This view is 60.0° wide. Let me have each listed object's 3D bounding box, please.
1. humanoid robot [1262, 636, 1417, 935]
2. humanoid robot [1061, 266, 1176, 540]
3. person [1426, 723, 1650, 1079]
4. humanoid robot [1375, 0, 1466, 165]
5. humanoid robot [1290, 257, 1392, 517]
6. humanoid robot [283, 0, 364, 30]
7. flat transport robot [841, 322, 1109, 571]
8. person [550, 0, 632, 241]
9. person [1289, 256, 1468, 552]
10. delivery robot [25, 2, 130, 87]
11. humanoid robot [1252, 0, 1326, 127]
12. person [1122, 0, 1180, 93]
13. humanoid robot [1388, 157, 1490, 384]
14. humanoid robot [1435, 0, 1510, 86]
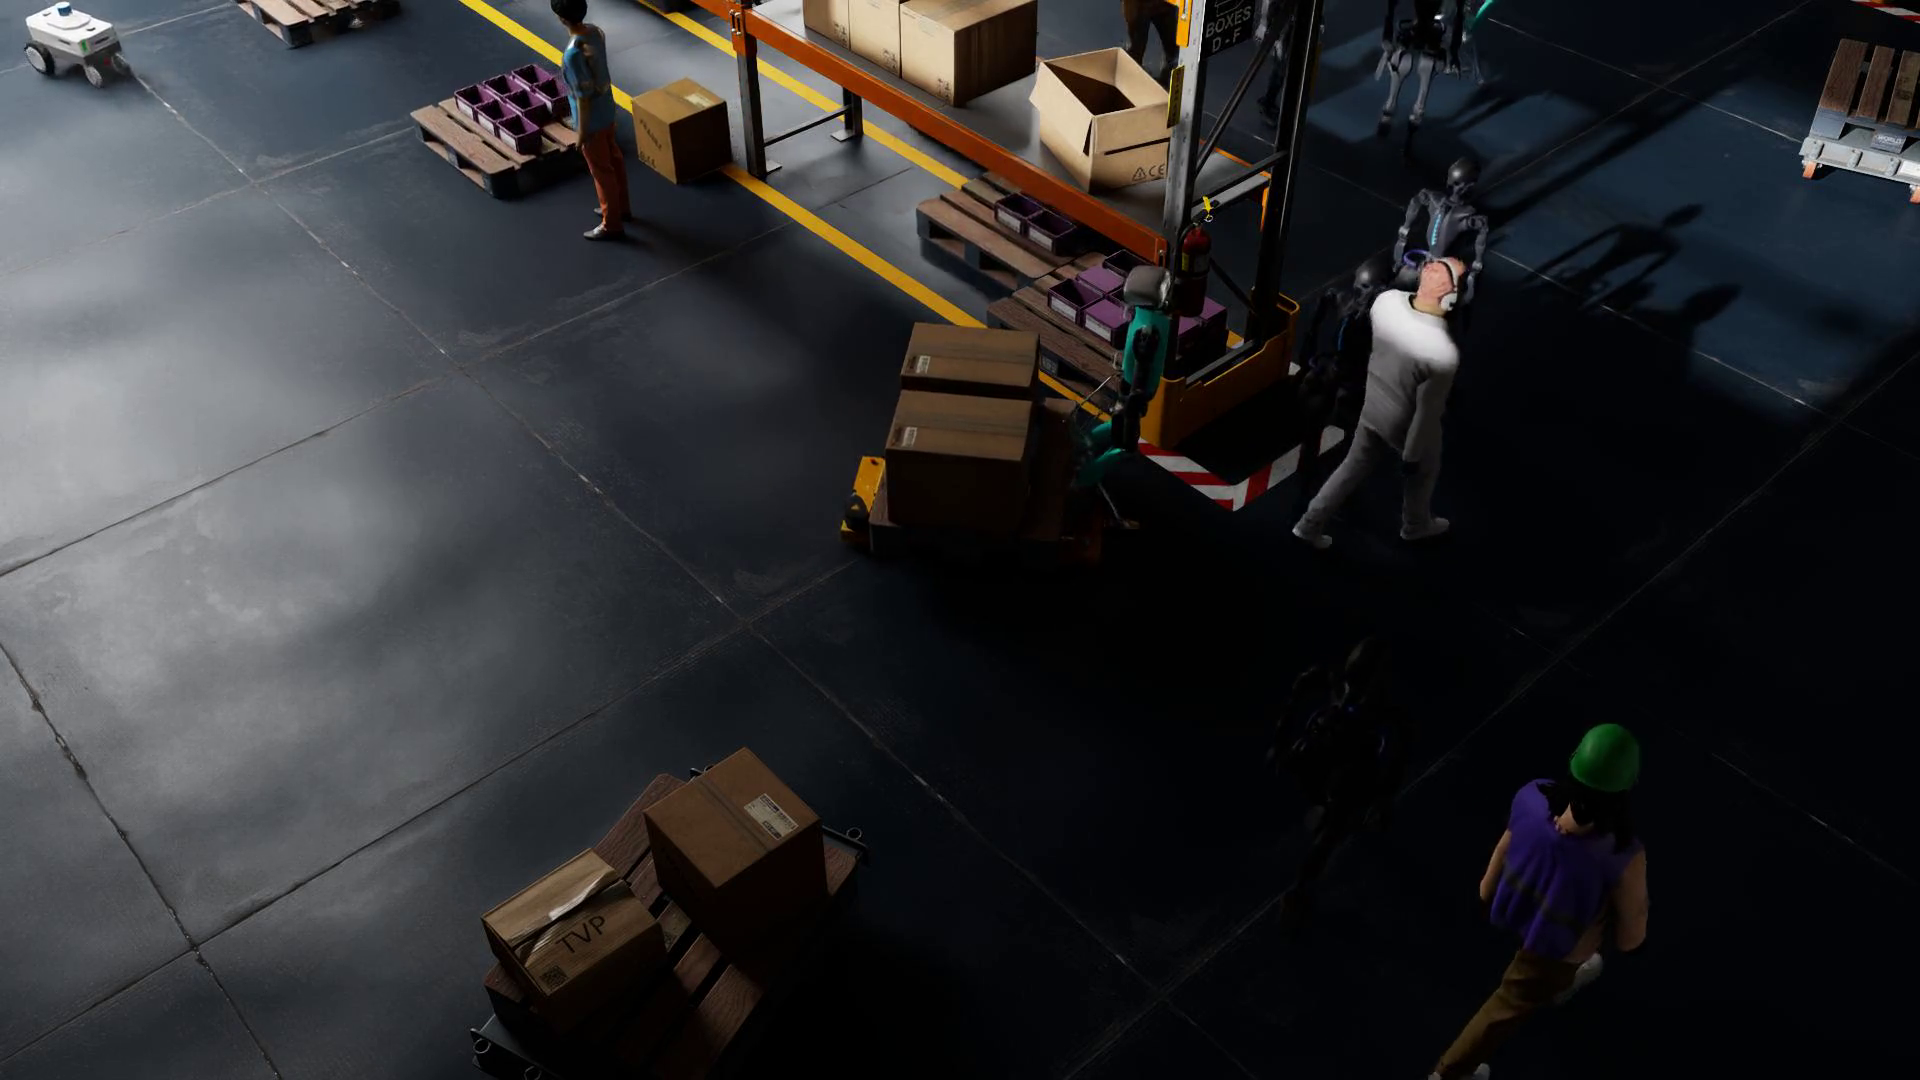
[{"bbox_3d":[1.619,0.918,7.102,0.608,1.632,0.794,21,47,21],"label":"humanoid robot"},{"bbox_3d":[0.738,-0.643,8.770,0.669,1.880,0.547,8,43,8],"label":"humanoid robot"},{"bbox_3d":[2.300,1.413,6.373,1.047,1.861,0.532,-20,46,-20],"label":"person"},{"bbox_3d":[3.299,-3.531,11.902,0.604,1.647,0.482,3,43,4],"label":"humanoid robot"},{"bbox_3d":[2.042,-0.813,8.938,0.612,1.652,0.335,33,52,31],"label":"humanoid robot"},{"bbox_3d":[-5.460,-4.975,13.456,1.029,1.764,0.539,14,44,15],"label":"humanoid robot"},{"bbox_3d":[0.095,-0.203,9.316,1.431,0.231,0.659,6,43,6],"label":"flat transport robot"},{"bbox_3d":[-2.454,-2.816,11.053,0.328,1.764,0.496,6,43,6],"label":"person"},{"bbox_3d":[2.257,-0.655,8.627,0.903,1.865,0.631,-19,46,-20],"label":"person"},{"bbox_3d":[-7.026,-3.976,13.194,0.757,0.575,0.499,22,47,22],"label":"delivery robot"},{"bbox_3d":[2.446,-3.895,12.297,0.610,1.643,0.466,-20,46,-21],"label":"humanoid robot"},{"bbox_3d":[1.435,-3.881,12.145,0.587,1.850,0.651,-22,47,-22],"label":"person"},{"bbox_3d":[2.755,-1.512,9.707,0.601,1.642,0.633,34,52,31],"label":"humanoid robot"},{"bbox_3d":[3.971,-4.303,12.709,0.671,1.819,0.554,-15,45,-16],"label":"humanoid robot"}]
